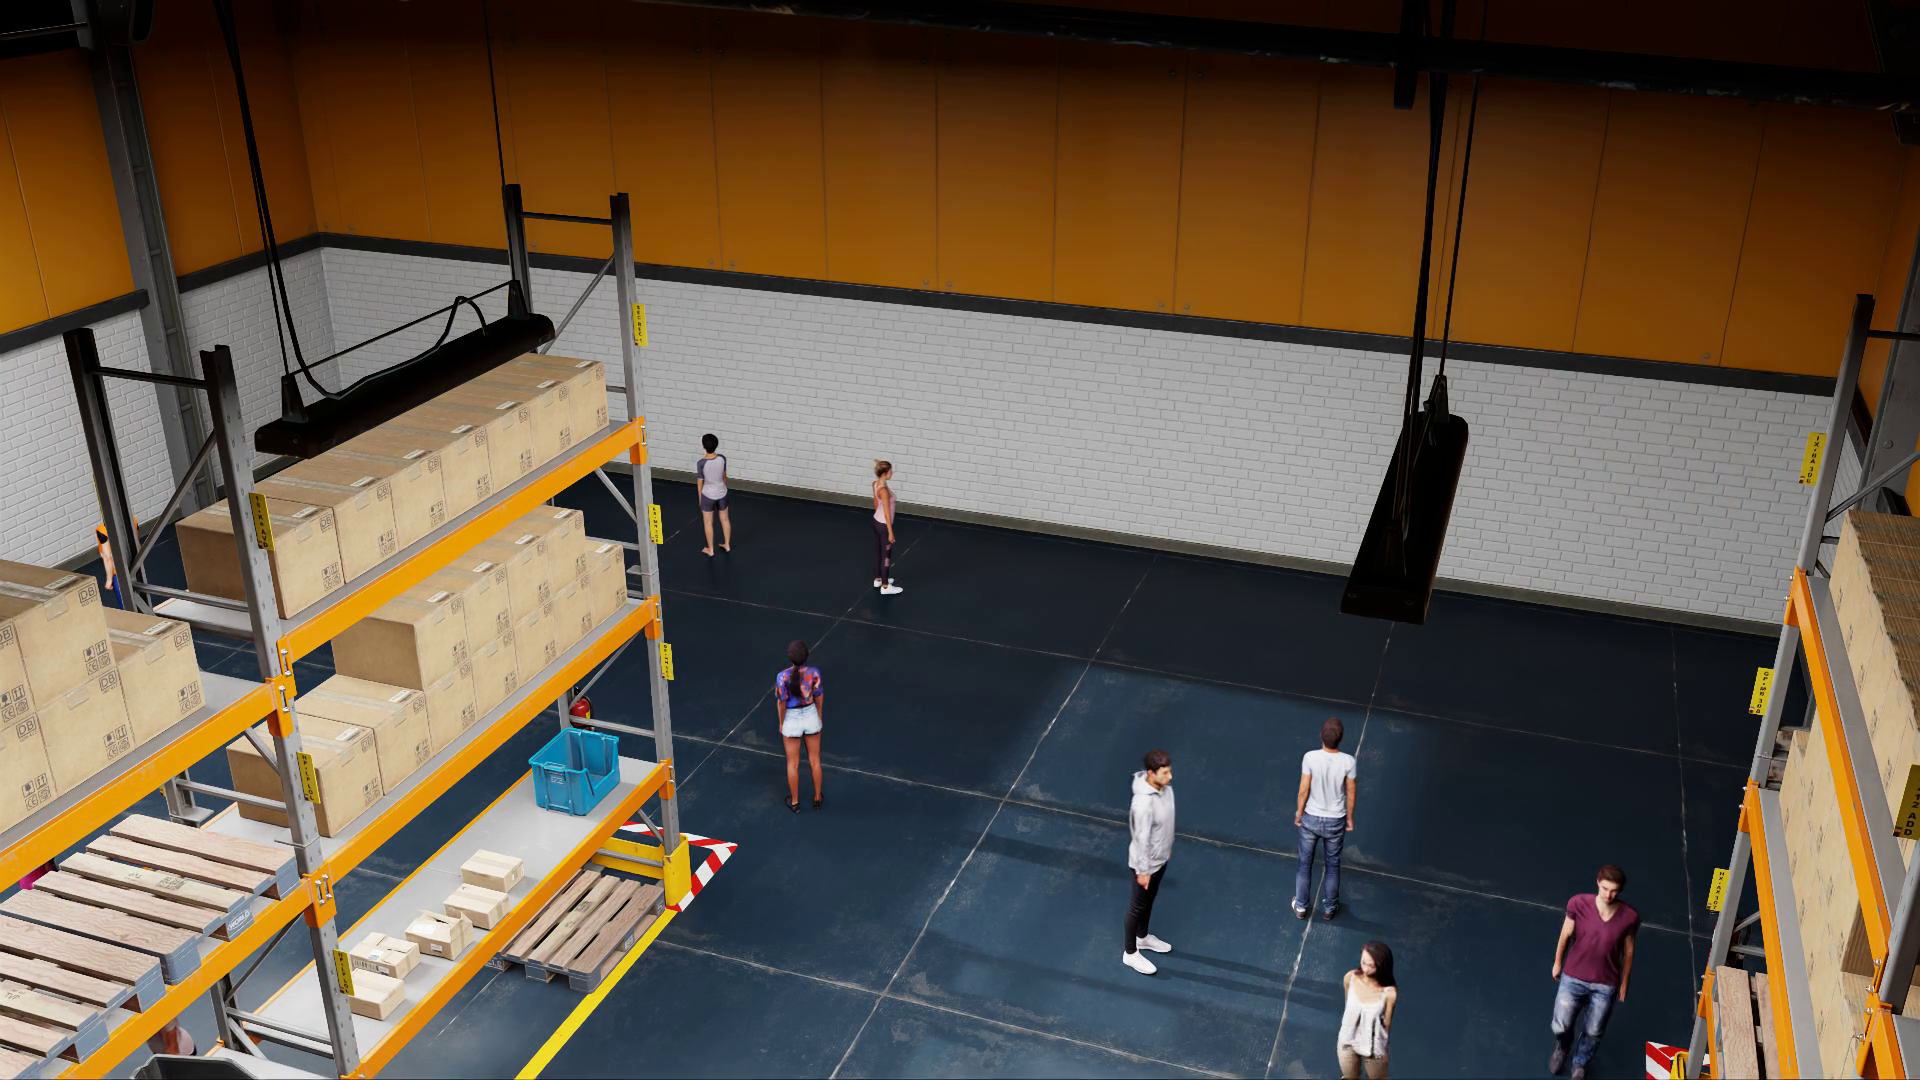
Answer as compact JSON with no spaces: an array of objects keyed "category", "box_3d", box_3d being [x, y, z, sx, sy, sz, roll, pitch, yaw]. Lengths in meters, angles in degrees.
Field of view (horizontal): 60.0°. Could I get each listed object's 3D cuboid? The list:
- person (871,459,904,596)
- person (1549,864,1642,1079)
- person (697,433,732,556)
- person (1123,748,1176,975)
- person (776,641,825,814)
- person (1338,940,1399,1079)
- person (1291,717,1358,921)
[{"category":"person","box_3d":[-0.911,-0.181,19.578,0.711,1.667,0.642,-9,25,-20]},{"category":"person","box_3d":[4.529,3.068,11.926,0.665,1.844,0.611,9,25,20]},{"category":"person","box_3d":[-3.047,-0.584,20.630,0.627,1.564,0.702,-14,27,-28]},{"category":"person","box_3d":[1.489,2.491,13.140,0.772,1.927,0.556,12,26,26]},{"category":"person","box_3d":[-1.450,1.689,15.206,0.669,1.743,0.692,-6,24,-13]},{"category":"person","box_3d":[2.700,3.468,11.254,0.659,1.648,0.849,13,27,27]},{"category":"person","box_3d":[2.994,2.290,13.676,0.673,1.867,0.604,4,24,8]}]
